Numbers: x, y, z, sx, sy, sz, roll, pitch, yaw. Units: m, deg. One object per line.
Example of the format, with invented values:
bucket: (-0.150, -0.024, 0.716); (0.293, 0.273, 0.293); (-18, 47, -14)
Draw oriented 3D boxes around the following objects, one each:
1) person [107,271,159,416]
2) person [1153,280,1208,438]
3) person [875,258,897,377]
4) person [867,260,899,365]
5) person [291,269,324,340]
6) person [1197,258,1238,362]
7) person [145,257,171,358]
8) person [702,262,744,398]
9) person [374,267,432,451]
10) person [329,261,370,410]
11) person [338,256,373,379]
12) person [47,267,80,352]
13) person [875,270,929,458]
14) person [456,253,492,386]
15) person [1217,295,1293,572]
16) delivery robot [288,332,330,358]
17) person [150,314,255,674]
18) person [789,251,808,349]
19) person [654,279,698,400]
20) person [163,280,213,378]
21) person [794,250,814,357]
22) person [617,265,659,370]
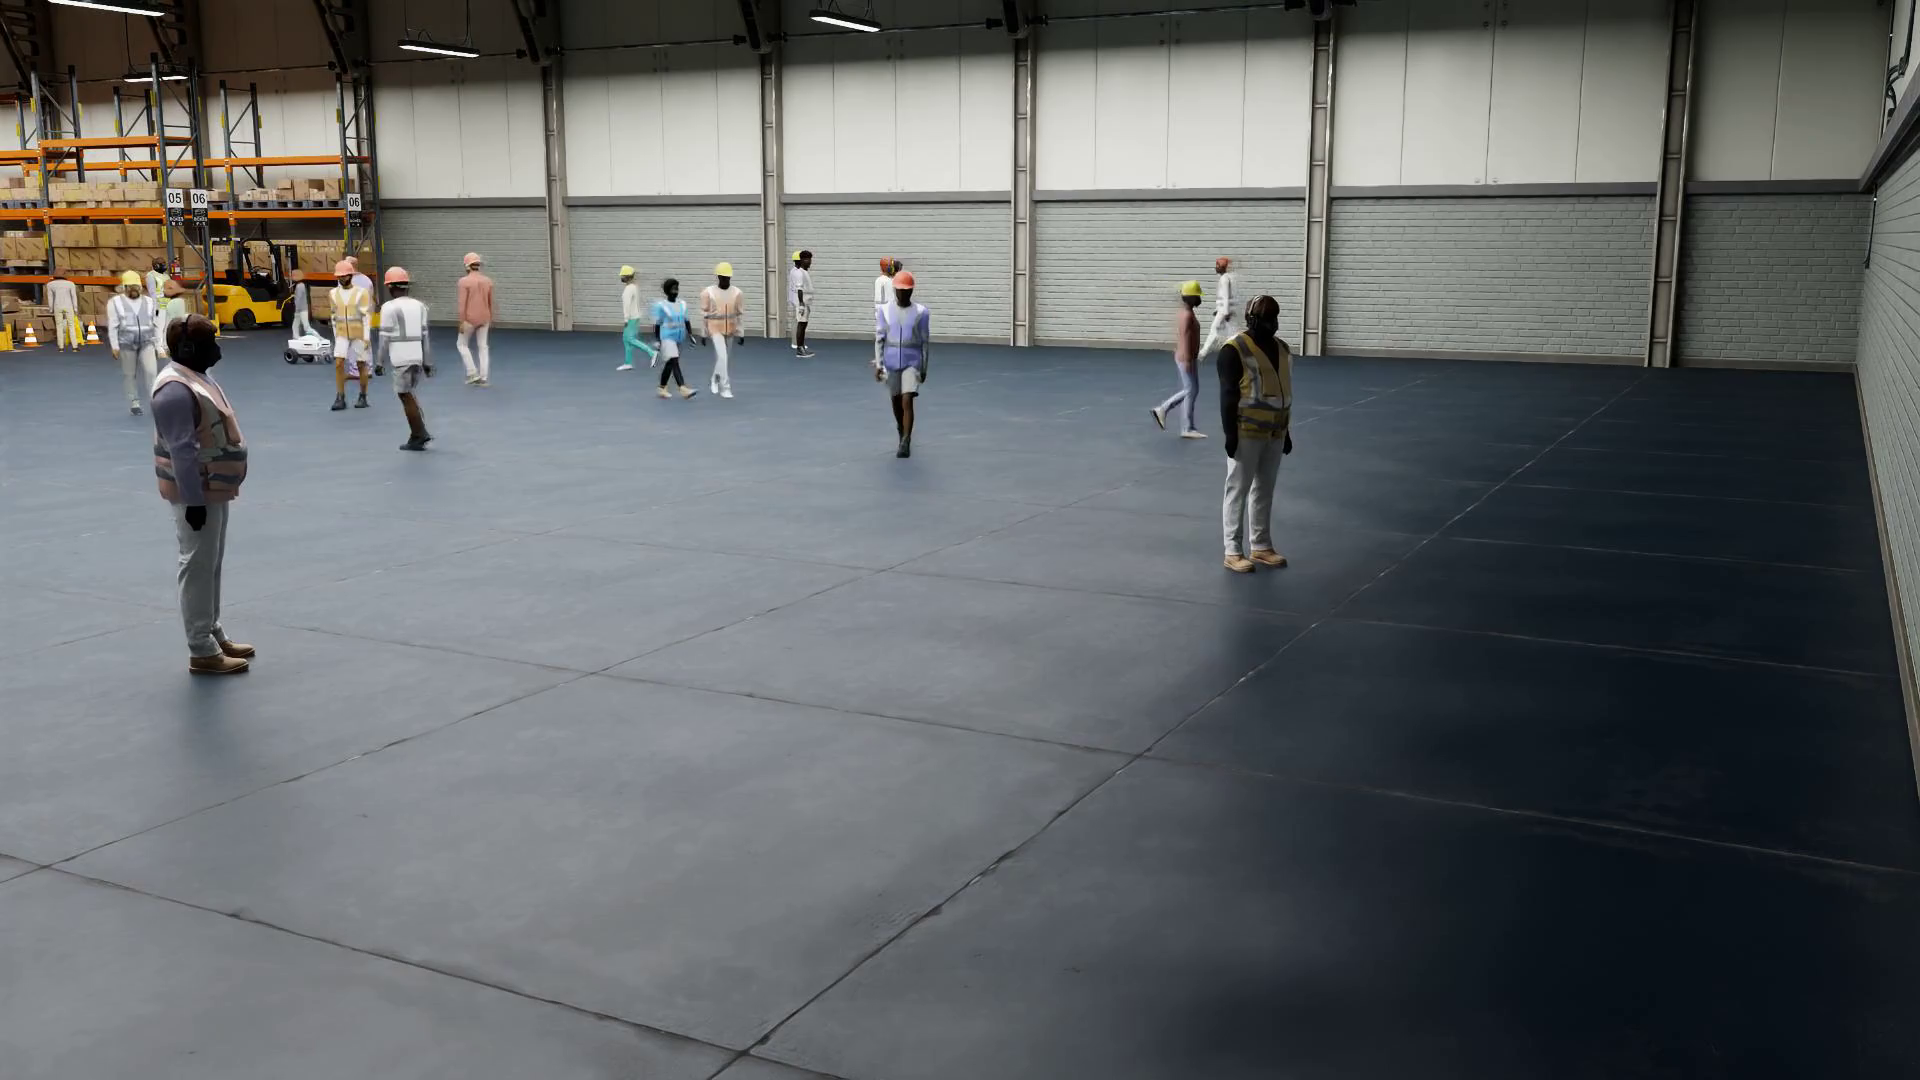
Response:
person: (-10.142, -2.400, 20.495); (0.607, 1.792, 0.869); (-8, 13, -38)
person: (2.468, -1.997, 18.433); (0.554, 1.752, 0.530); (2, 11, 13)
person: (-1.160, -3.526, 26.397); (0.348, 1.884, 0.584); (-5, 12, -25)
person: (-1.084, -3.922, 28.742); (0.977, 1.828, 0.519); (4, 11, 21)
person: (-12.452, -4.341, 31.602); (0.778, 1.604, 0.501); (-4, 11, -22)
person: (4.573, -4.047, 29.368); (0.972, 1.836, 0.599); (4, 11, 19)
person: (-14.619, -4.258, 30.502); (0.429, 1.846, 0.629); (0, 10, 2)
person: (-3.351, -2.948, 23.293); (0.594, 1.885, 0.961); (-6, 12, -30)
person: (-5.802, -1.873, 17.317); (0.463, 1.914, 0.538); (4, 11, 22)
person: (-7.859, -2.616, 21.377); (0.550, 1.907, 0.816); (0, 10, 0)
person: (-9.462, -3.462, 25.980); (0.410, 1.913, 0.642); (5, 12, 25)
person: (-17.294, -4.442, 32.076); (0.499, 1.634, 0.285); (-3, 11, -18)
person: (-0.584, -1.831, 17.150); (0.543, 1.900, 0.974); (1, 10, 6)
person: (-7.227, -3.267, 24.724); (0.495, 1.977, 0.664); (7, 13, 35)
person: (2.012, -0.717, 11.200); (0.622, 1.845, 0.429); (-8, 13, -37)
delivery robot: (-11.363, -3.394, 29.048); (0.707, 0.478, 0.477); (4, 11, 21)
person: (-3.898, -0.238, 8.589); (0.429, 1.844, 0.622); (-3, 11, -15)
person: (-3.206, -4.754, 32.975); (0.371, 1.928, 0.585); (-1, 10, -6)
person: (-3.872, -2.727, 22.664); (0.910, 1.640, 0.543); (8, 13, 37)
person: (-11.182, -2.929, 23.863); (0.689, 1.612, 0.508); (0, 10, 1)
person: (-2.883, -4.365, 30.752); (0.367, 1.963, 0.609); (1, 10, 6)
person: (-5.403, -3.694, 27.704); (0.667, 1.749, 0.530); (-1, 10, -5)
